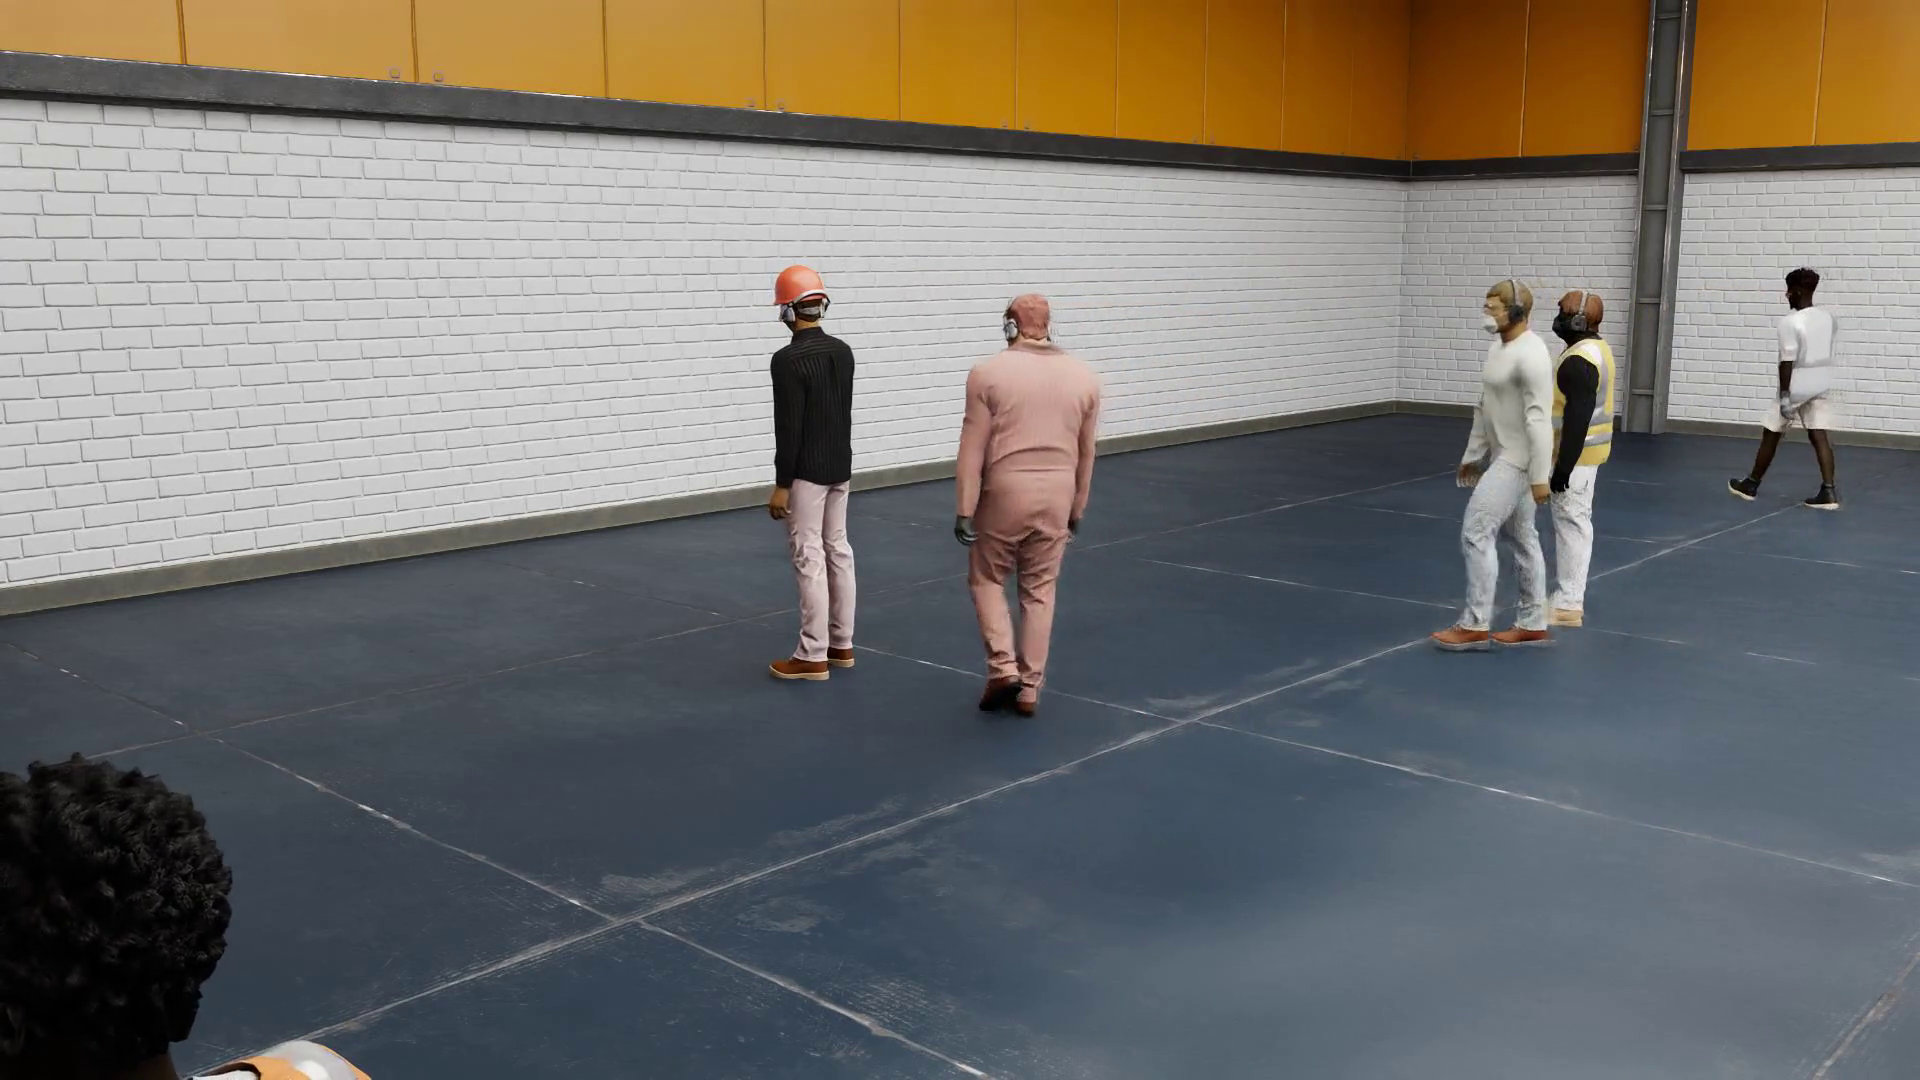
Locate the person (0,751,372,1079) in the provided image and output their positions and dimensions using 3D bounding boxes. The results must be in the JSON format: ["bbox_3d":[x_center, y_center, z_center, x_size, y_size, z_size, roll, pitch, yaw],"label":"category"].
[{"bbox_3d":[-0.640,1.002,1.383,0.321,1.691,0.532,3,10,16],"label":"person"}]

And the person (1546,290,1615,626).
[{"bbox_3d":[3.363,-0.447,9.189,0.429,1.847,0.624,5,11,25],"label":"person"}]

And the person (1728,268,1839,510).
[{"bbox_3d":[6.746,-1.223,13.425,0.612,1.919,0.972,-3,10,-16],"label":"person"}]

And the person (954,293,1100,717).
[{"bbox_3d":[0.282,-0.148,7.389,0.690,1.877,0.409,-4,11,-20],"label":"person"}]

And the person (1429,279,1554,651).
[{"bbox_3d":[2.732,-0.376,8.572,0.775,1.910,0.642,1,10,8],"label":"person"}]

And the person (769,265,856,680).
[{"bbox_3d":[-0.730,-0.319,8.037,0.392,1.991,0.613,5,11,28],"label":"person"}]
